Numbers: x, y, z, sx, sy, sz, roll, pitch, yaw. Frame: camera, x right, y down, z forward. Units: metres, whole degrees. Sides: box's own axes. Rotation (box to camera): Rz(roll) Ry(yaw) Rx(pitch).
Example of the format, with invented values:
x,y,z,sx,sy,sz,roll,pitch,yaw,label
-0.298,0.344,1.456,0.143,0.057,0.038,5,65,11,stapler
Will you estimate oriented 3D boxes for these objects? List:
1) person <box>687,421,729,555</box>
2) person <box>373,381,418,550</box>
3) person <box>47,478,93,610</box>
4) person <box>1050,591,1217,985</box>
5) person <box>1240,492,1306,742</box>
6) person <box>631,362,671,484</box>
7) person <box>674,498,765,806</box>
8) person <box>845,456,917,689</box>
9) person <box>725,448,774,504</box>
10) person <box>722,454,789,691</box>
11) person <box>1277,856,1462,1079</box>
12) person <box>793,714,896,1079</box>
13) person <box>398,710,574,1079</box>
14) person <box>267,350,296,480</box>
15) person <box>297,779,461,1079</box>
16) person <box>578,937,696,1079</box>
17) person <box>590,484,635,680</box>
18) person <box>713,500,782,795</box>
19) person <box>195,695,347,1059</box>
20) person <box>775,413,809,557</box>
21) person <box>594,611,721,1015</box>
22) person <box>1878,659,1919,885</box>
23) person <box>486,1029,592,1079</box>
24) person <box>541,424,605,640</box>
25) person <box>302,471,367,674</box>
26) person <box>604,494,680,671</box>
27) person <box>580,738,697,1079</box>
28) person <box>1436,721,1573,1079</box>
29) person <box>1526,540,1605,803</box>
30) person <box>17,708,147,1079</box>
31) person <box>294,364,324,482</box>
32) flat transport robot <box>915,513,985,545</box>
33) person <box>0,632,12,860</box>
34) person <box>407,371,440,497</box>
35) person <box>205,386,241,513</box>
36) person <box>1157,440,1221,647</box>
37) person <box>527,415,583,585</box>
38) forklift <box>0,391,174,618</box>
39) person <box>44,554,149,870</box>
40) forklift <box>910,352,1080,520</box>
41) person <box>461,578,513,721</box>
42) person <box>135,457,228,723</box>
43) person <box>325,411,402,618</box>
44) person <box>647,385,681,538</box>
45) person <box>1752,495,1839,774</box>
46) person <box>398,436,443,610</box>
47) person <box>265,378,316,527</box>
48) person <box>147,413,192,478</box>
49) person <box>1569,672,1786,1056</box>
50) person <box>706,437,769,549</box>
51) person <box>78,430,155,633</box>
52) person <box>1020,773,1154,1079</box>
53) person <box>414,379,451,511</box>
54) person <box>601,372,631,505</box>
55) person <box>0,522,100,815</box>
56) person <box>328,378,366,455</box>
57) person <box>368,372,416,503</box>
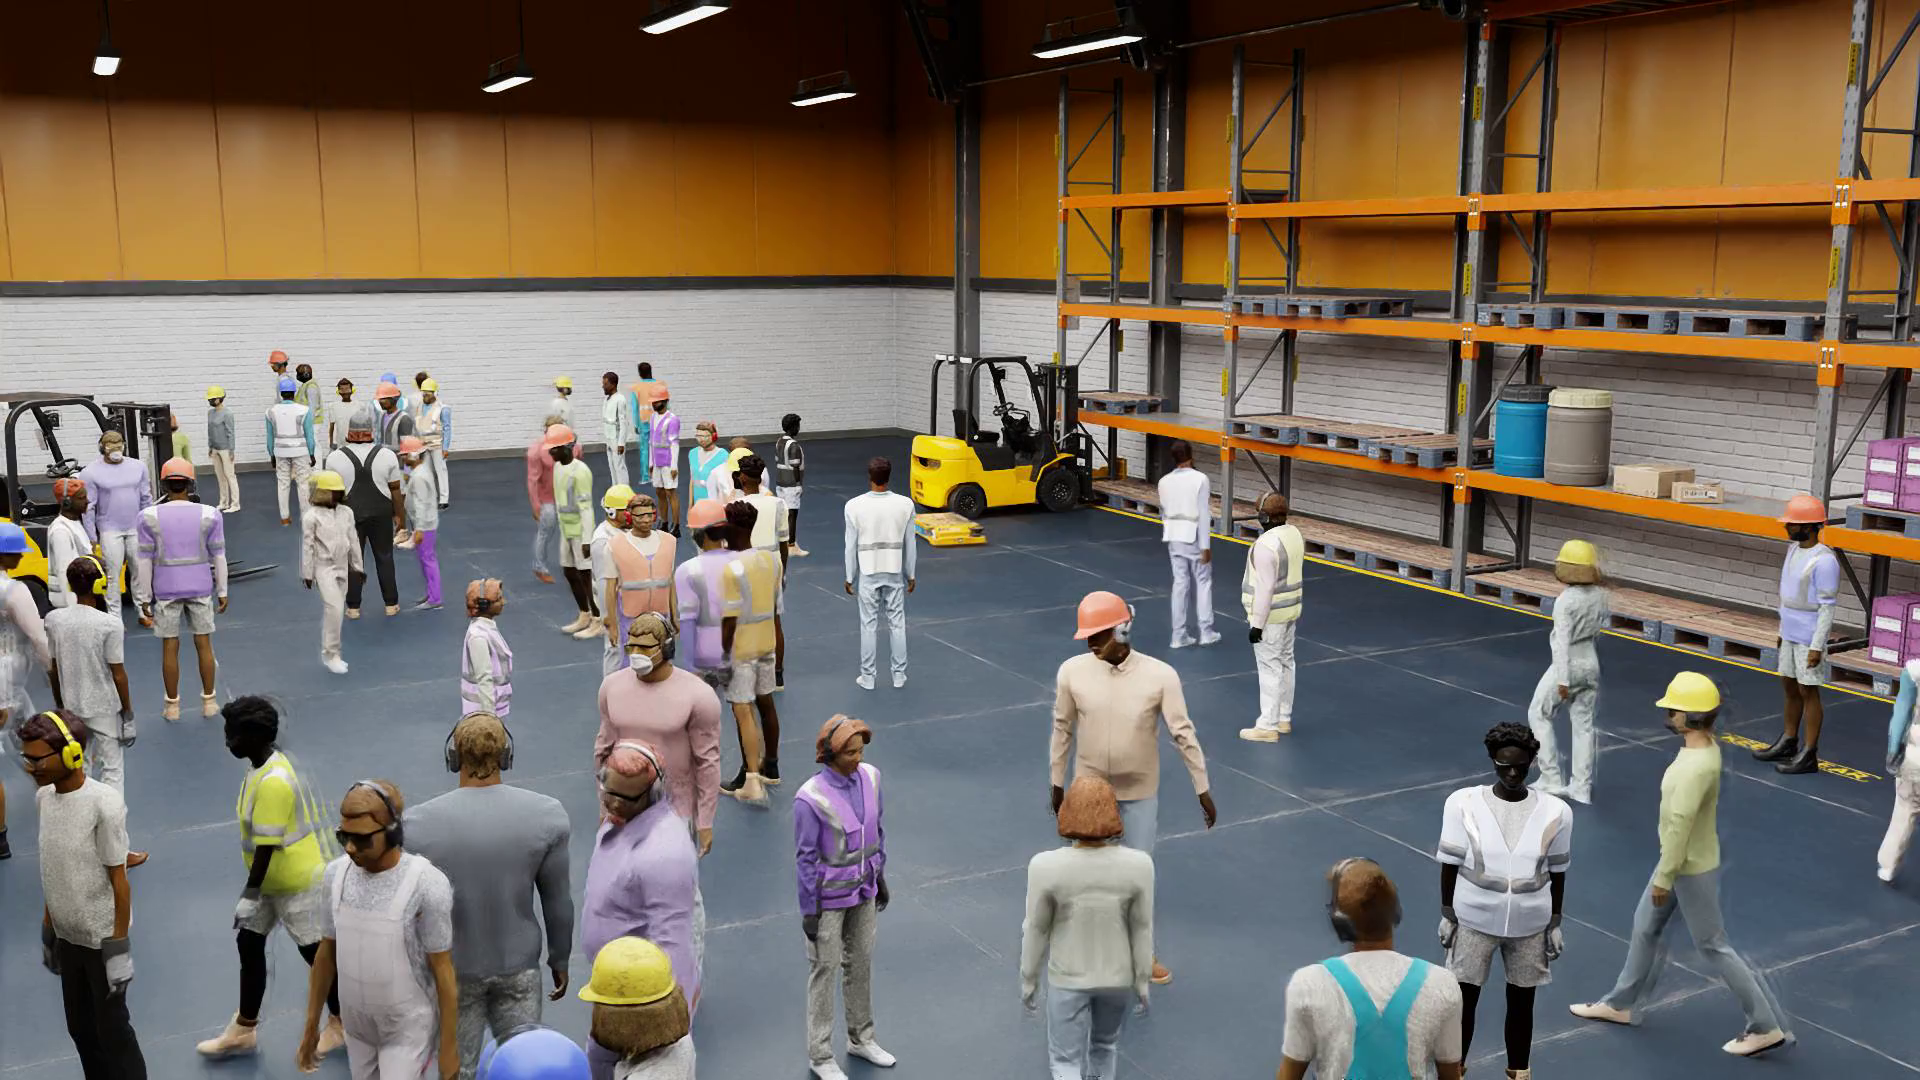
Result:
x,y,z,sx,sy,sz,roll,pitch,yaw,label
-2.586,-0.332,17.371,0.572,1.835,0.388,7,12,36,person
-6.812,-0.895,20.055,0.607,2.034,0.419,9,13,42,person
-6.724,0.464,12.645,0.346,1.882,0.578,-4,11,-21,person
0.844,1.208,8.138,0.824,1.972,0.459,2,10,11,person
2.281,0.562,12.216,0.430,1.840,0.623,7,12,34,person
-4.760,-1.799,25.713,0.616,1.879,0.456,-5,11,-27,person
-1.599,0.714,10.934,0.615,1.989,1.074,-6,12,-32,person
-0.648,0.273,13.645,0.596,1.918,0.386,-2,10,-12,person
-1.827,0.157,14.328,0.581,1.919,0.393,8,13,39,person
-1.660,0.282,13.451,0.608,1.966,0.374,-6,12,-31,person
1.217,1.844,4.948,0.545,1.802,0.525,1,10,4,person
-0.512,1.540,7.178,0.323,1.631,0.521,8,12,38,person
-1.739,1.575,6.131,0.636,1.930,0.372,-4,11,-24,person
-10.614,-1.952,26.102,0.396,2.038,0.615,-4,11,-22,person
-1.996,1.703,5.689,0.560,1.834,0.501,4,11,22,person
-0.874,1.931,4.607,0.315,1.741,0.494,1,10,4,person
-2.617,0.468,12.809,0.403,1.818,0.605,2,10,9,person
-1.412,0.709,10.996,0.367,1.964,0.609,5,11,29,person
-3.063,1.500,7.286,0.749,1.657,0.559,-6,12,-31,person
-1.997,-0.647,19.591,0.319,1.693,0.533,-5,11,-29,person
-1.417,1.281,7.781,0.627,1.941,0.371,3,10,16,person
5.401,1.197,9.190,0.562,1.615,0.482,5,11,25,person
-0.962,1.994,3.819,0.944,1.884,0.600,8,13,40,person
-3.588,-0.070,15.348,0.477,2.019,0.636,-8,13,-39,person
-5.319,0.269,14.211,0.598,1.723,0.490,5,11,25,person
-2.312,0.574,12.115,0.569,1.844,0.378,-8,13,-38,person
-1.180,1.613,6.091,0.674,1.875,0.720,-4,11,-21,person
2.222,1.567,6.834,0.533,1.697,0.318,1,10,8,person
3.970,0.848,10.884,0.489,1.728,0.519,-6,11,-30,person
-3.397,1.557,6.448,0.525,1.857,0.344,6,11,29,person
-10.178,-1.834,26.012,0.430,1.838,0.624,-5,11,-28,person
-0.212,-0.158,20.861,0.652,0.197,1.431,-3,10,-17,flat transport robot
-5.854,0.959,9.677,0.550,1.925,0.390,-10,14,-44,person
-7.728,-1.516,24.108,0.549,1.859,0.385,1,10,3,person
-10.157,-1.245,22.855,0.527,1.760,0.337,7,12,33,person
2.087,0.030,15.199,0.683,1.857,0.625,9,13,42,person
-4.276,-0.402,17.646,0.664,1.877,1.049,-7,12,-34,person
-9.026,-0.363,16.508,1.214,2.155,2.313,6,11,29,forklift
-4.995,1.007,9.594,0.511,1.862,0.325,2,10,10,person
0.460,-1.461,22.833,2.313,2.155,1.214,-5,11,-28,forklift
-2.842,1.040,10.024,0.311,1.642,0.512,-3,10,-14,person
-5.936,0.378,12.727,0.612,2.031,0.403,-6,11,-29,person
-5.852,-0.260,16.358,0.689,2.000,0.539,-4,11,-22,person
-3.719,-0.970,20.775,0.387,1.930,0.545,-9,14,-43,person
5.773,0.648,11.440,0.376,1.934,0.547,0,10,0,person
-5.406,-0.167,16.665,0.352,1.747,0.627,-3,10,-18,person
-8.710,-1.132,21.688,0.604,1.939,0.415,-1,10,-4,person
-9.863,-0.803,20.777,0.856,1.586,0.515,6,12,31,person
3.298,1.442,7.464,0.895,1.728,0.530,5,11,25,person
-2.092,-0.069,15.858,0.623,1.835,0.429,-4,11,-22,person
-7.908,-0.080,15.662,0.381,1.927,0.641,9,13,41,person
0.498,1.700,6.314,0.507,1.610,0.698,-1,10,-8,person
-7.314,-1.314,23.012,0.591,1.837,0.403,4,11,24,person
-4.801,-1.390,23.221,0.376,1.915,0.599,-6,11,-30,person
-6.010,0.817,10.600,0.601,1.881,1.010,7,12,33,person
-8.327,-1.271,22.678,0.531,1.868,0.316,-4,11,-23,person
-7.764,-1.328,22.784,0.613,1.947,0.399,-6,12,-33,person
